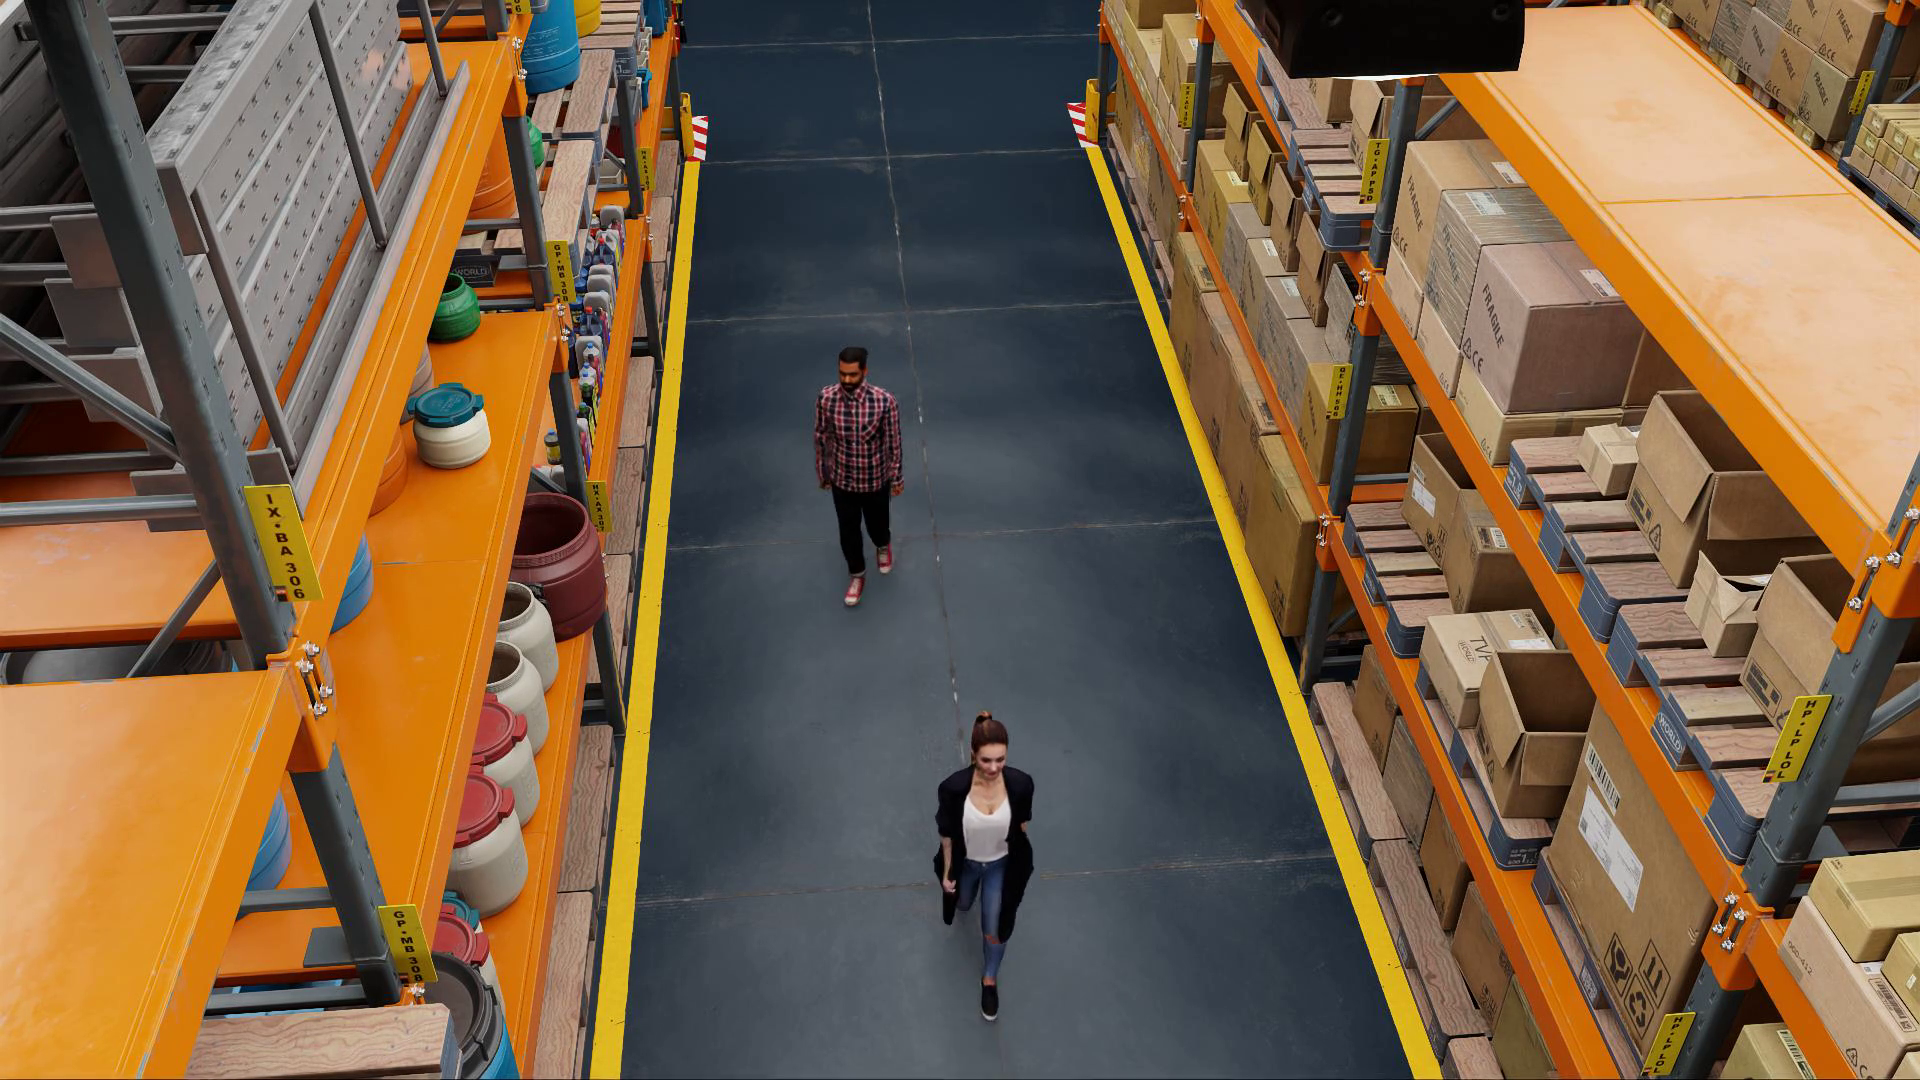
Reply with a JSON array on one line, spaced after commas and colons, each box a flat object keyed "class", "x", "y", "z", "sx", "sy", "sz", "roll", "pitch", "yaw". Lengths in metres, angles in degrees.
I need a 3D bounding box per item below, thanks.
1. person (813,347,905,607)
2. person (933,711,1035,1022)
[{"class": "person", "x": -0.591, "y": -0.440, "z": 10.146, "sx": 0.796, "sy": 1.753, "sz": 0.838, "roll": 5, "pitch": 38, "yaw": 7}, {"class": "person", "x": 0.090, "y": 1.429, "z": 7.764, "sx": 0.665, "sy": 1.660, "sz": 1.033, "roll": -1, "pitch": 37, "yaw": -1}]
